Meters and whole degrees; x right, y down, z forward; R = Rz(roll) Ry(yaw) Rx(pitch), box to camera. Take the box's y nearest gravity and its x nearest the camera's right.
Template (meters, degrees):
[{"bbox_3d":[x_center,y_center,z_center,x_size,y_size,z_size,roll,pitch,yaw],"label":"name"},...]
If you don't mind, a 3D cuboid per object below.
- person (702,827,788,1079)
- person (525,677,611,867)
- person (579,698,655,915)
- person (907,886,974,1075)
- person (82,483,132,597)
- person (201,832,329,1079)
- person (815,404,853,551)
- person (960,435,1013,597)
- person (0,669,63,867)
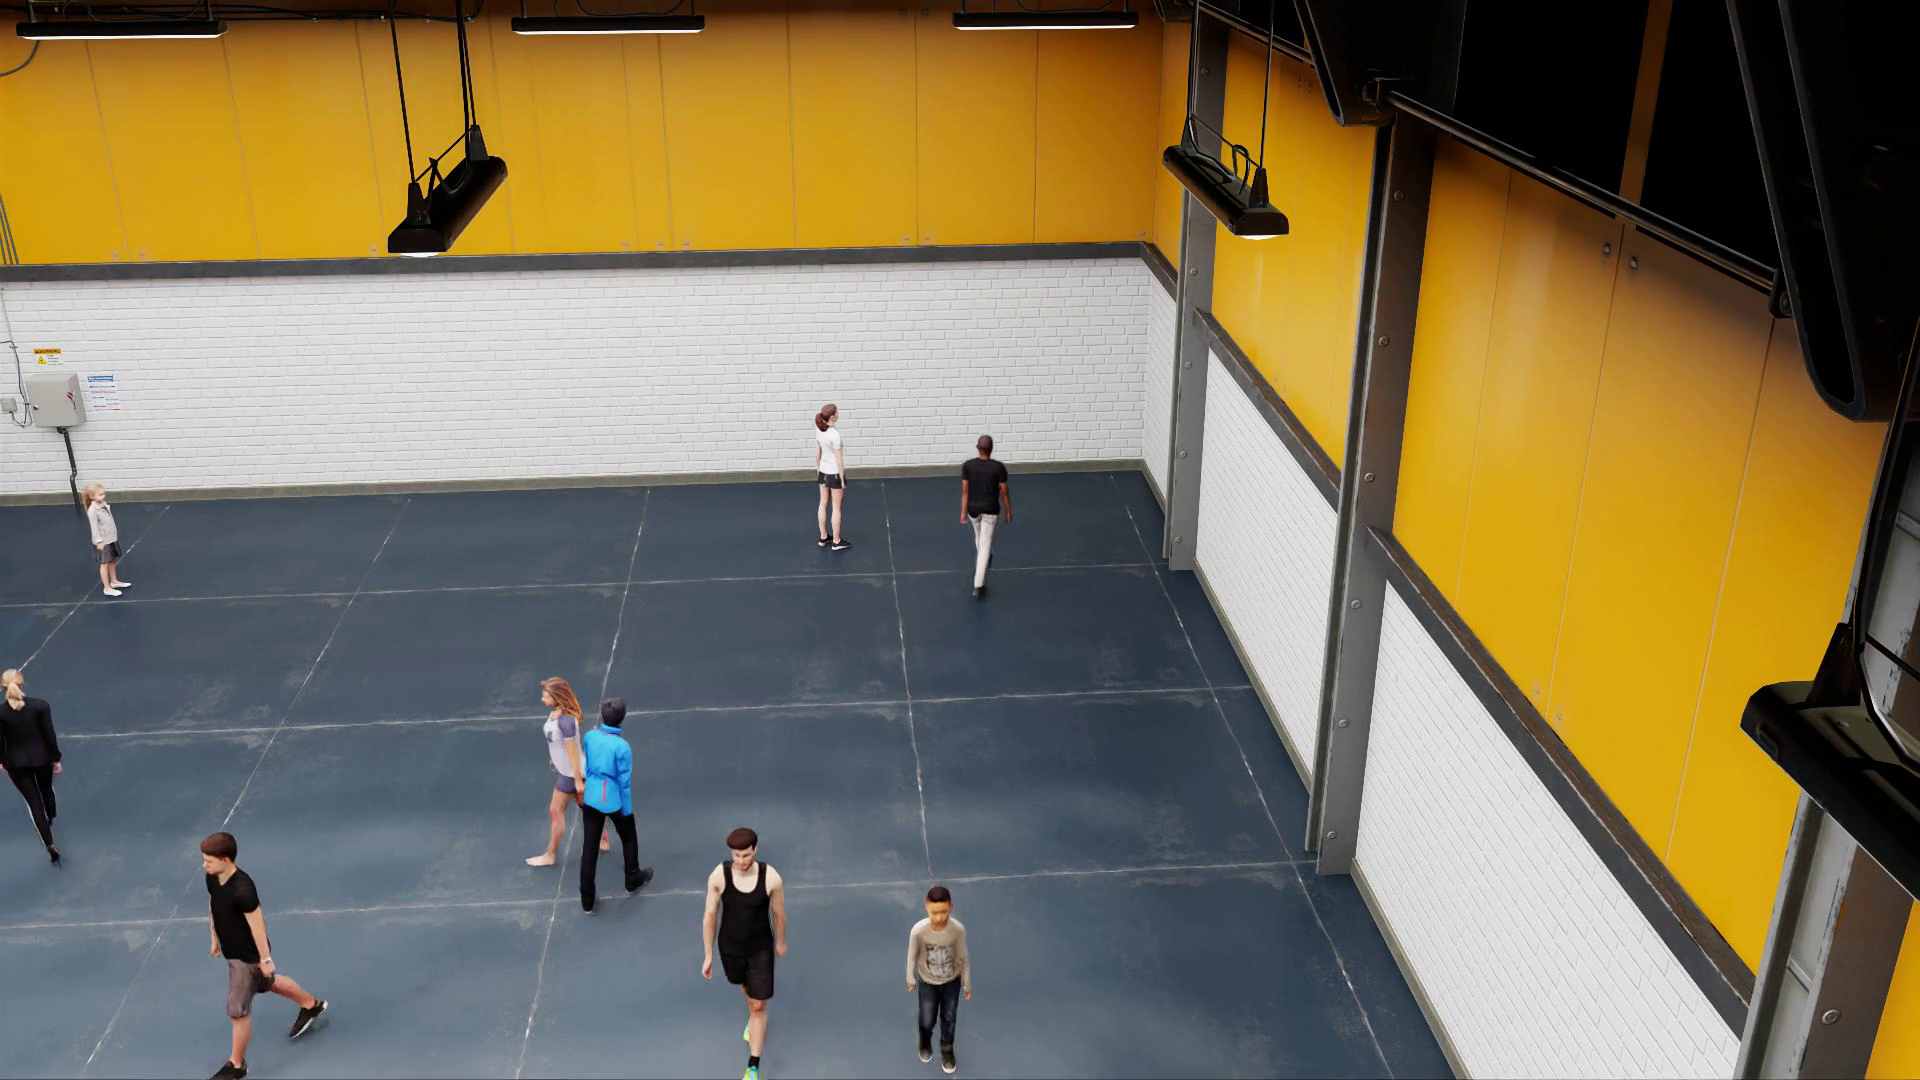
[{"bbox_3d":[-1.442,2.718,11.364,0.823,1.838,1.209,3,24,6],"label":"person"},{"bbox_3d":[-3.065,1.862,13.501,0.821,1.695,0.913,-7,24,-15],"label":"person"},{"bbox_3d":[-2.786,2.095,12.899,0.852,1.752,0.986,9,25,19],"label":"person"},{"bbox_3d":[-0.154,2.939,11.339,0.600,1.453,0.613,-5,24,-12],"label":"person"},{"bbox_3d":[-9.445,-0.027,18.344,0.584,1.277,0.477,0,24,1],"label":"person"},{"bbox_3d":[-4.771,2.747,11.303,1.215,1.835,1.267,20,30,37],"label":"person"},{"bbox_3d":[-1.506,-0.748,19.404,0.647,1.751,0.715,21,31,39],"label":"person"},{"bbox_3d":[0.246,-0.236,18.238,0.975,1.745,1.321,6,24,14],"label":"person"},{"bbox_3d":[-7.534,1.885,13.496,0.954,1.657,1.154,-15,28,-31],"label":"person"}]
